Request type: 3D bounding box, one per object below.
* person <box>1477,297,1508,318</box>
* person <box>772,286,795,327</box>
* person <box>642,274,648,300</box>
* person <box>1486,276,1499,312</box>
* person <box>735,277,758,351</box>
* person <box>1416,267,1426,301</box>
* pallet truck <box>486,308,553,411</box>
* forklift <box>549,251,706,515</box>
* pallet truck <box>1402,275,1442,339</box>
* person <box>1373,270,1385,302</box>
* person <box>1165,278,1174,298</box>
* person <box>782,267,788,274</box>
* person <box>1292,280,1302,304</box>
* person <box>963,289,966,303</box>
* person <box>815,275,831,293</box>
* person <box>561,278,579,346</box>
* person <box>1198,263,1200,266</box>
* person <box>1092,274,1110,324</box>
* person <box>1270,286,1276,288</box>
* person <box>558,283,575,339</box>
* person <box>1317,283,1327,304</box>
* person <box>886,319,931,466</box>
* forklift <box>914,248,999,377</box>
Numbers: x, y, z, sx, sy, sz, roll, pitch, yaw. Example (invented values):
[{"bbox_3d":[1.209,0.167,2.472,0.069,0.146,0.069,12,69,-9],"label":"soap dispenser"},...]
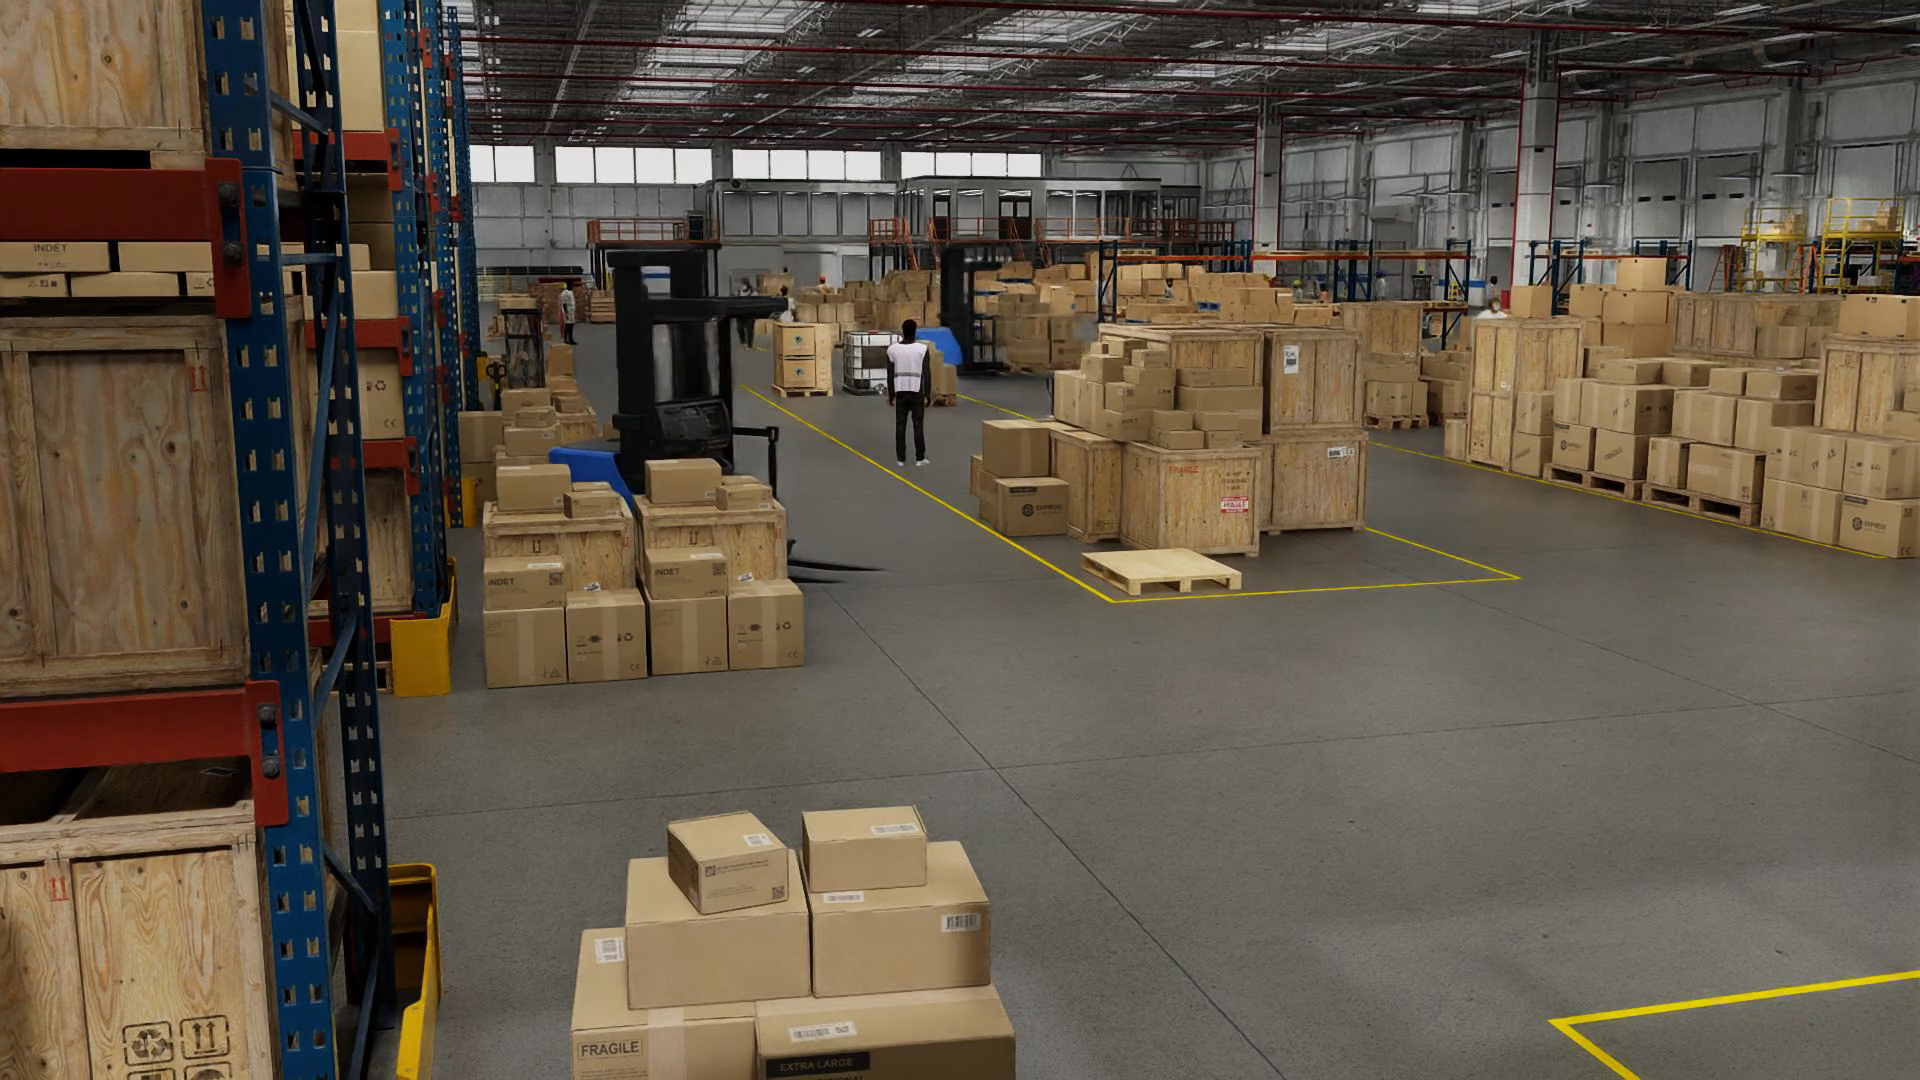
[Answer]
[{"bbox_3d":[10.294,-3.724,32.079,0.653,1.882,1.007,-1,10,-8],"label":"person"},{"bbox_3d":[-4.591,-5.628,43.002,0.541,1.830,0.900,-7,12,-34],"label":"person"},{"bbox_3d":[-10.527,-7.799,54.847,0.376,1.993,0.615,9,14,42],"label":"person"},{"bbox_3d":[18.821,-8.415,58.820,0.620,1.837,0.430,-10,14,-44],"label":"person"},{"bbox_3d":[-5.869,-6.205,45.685,0.688,2.000,0.537,2,10,11],"label":"person"},{"bbox_3d":[20.942,-11.438,75.625,0.352,1.930,0.594,-8,13,-38],"label":"person"},{"bbox_3d":[-6.242,-2.418,24.362,0.823,1.965,1.885,1,10,3],"label":"pallet truck"},{"bbox_3d":[-2.647,-1.154,14.706,1.873,2.768,1.129,6,12,29],"label":"forklift"},{"bbox_3d":[14.620,-7.324,52.145,0.823,1.965,1.885,8,13,40],"label":"pallet truck"},{"bbox_3d":[16.322,-9.567,65.028,0.612,1.926,0.644,6,12,32],"label":"person"},{"bbox_3d":[6.736,-7.500,53.490,0.328,1.876,0.513,2,10,11],"label":"person"},{"bbox_3d":[-8.717,-12.534,82.020,0.690,1.867,0.582,-2,10,-14],"label":"person"},{"bbox_3d":[11.614,-8.060,57.088,0.505,1.723,0.482,-2,10,-10],"label":"person"},{"bbox_3d":[-0.127,-7.050,50.840,0.619,1.904,0.538,0,10,-1],"label":"person"},{"bbox_3d":[-4.649,-8.052,56.503,0.549,1.919,0.717,-3,10,-15],"label":"person"},{"bbox_3d":[-11.334,-6.616,48.252,0.372,1.957,0.608,2,10,13],"label":"person"},{"bbox_3d":[13.036,-14.150,90.812,0.623,1.990,0.393,-4,11,-20],"label":"person"},{"bbox_3d":[5.234,-8.921,61.517,0.698,1.879,0.941,8,13,39],"label":"person"},{"bbox_3d":[8.456,-5.891,44.543,0.755,1.823,0.514,-9,13,-41],"label":"person"},{"bbox_3d":[-12.191,-7.090,51.530,0.527,1.753,0.504,-4,11,-23],"label":"person"},{"bbox_3d":[12.057,-7.740,55.413,0.583,1.675,0.559,0,10,0],"label":"person"},{"bbox_3d":[-0.666,-1.927,21.807,0.587,1.920,0.390,2,10,12],"label":"person"},{"bbox_3d":[-0.207,-4.966,36.292,1.873,2.768,1.129,-3,10,-15],"label":"forklift"}]
